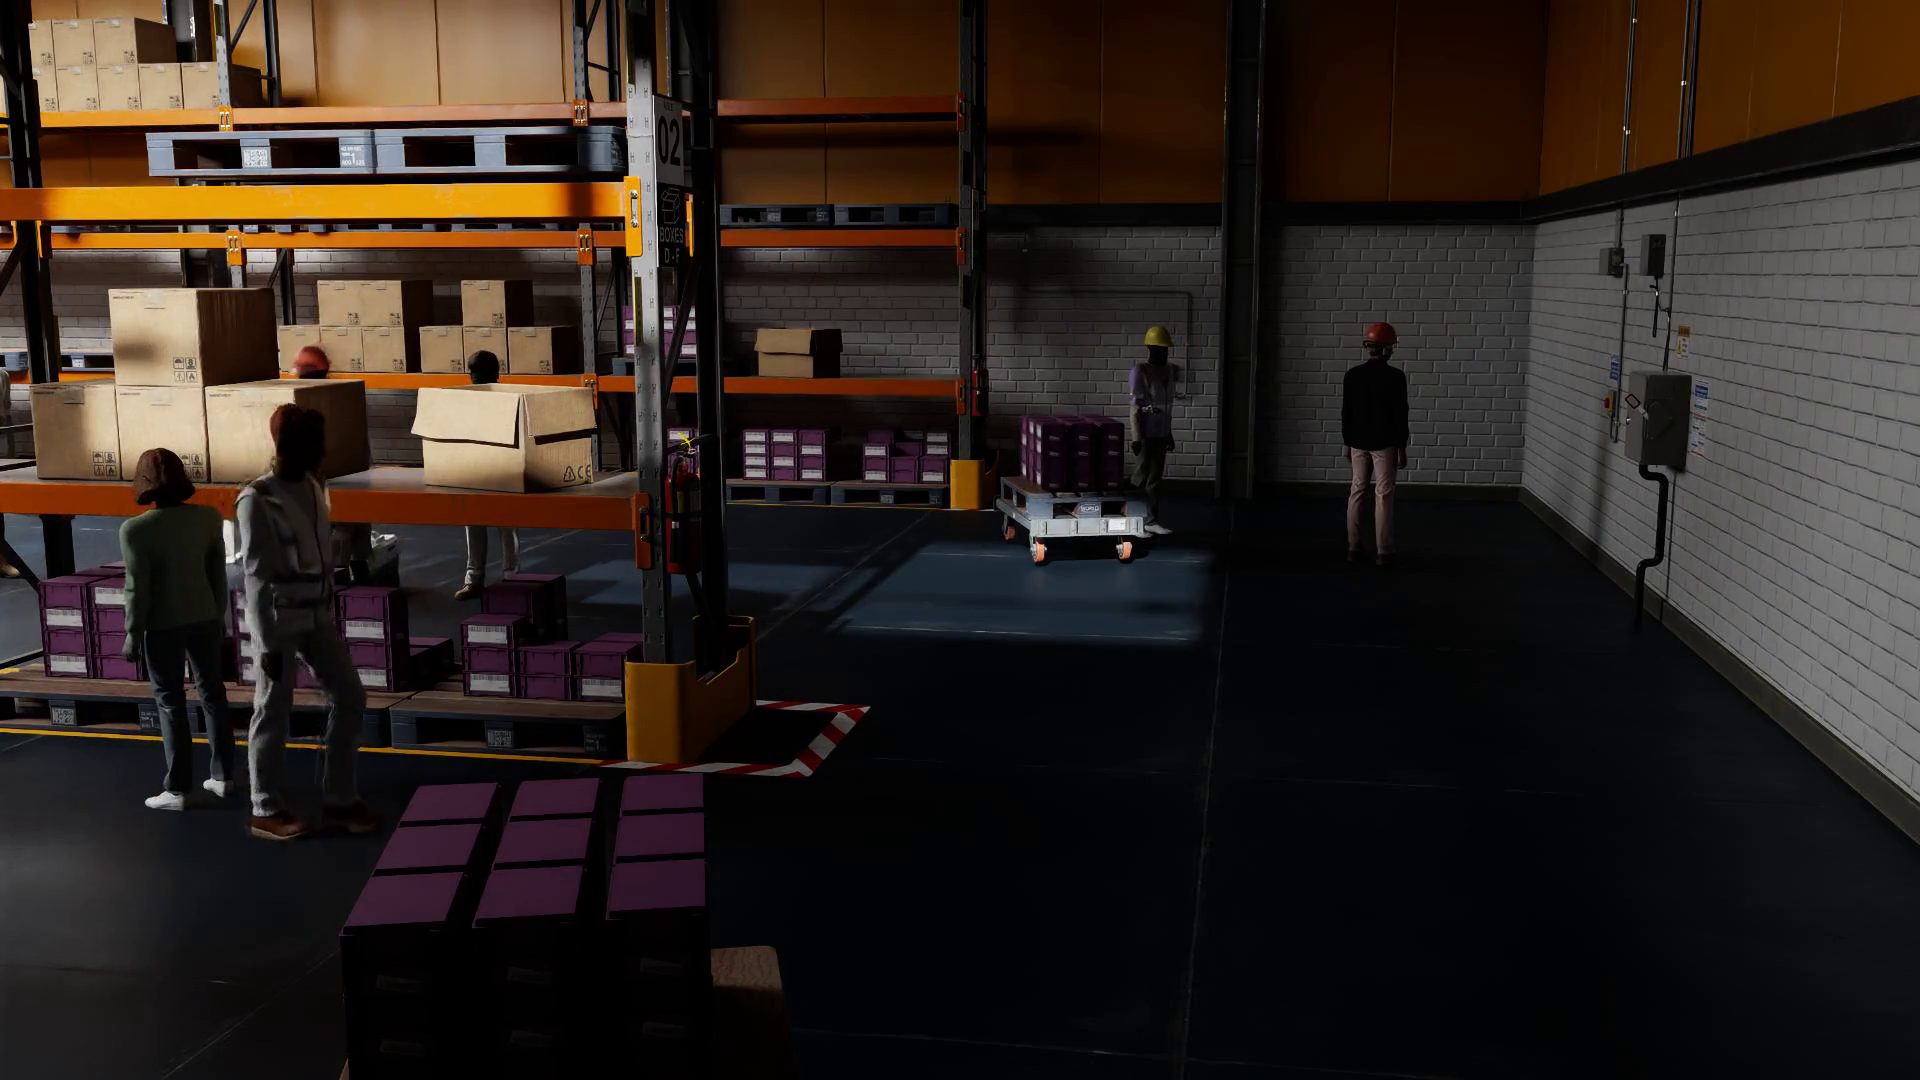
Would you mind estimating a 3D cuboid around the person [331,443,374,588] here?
[{"bbox_3d":[-3.913,-0.123,10.507,0.320,1.697,0.531,2,9,12],"label":"person"}]

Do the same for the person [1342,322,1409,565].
[{"bbox_3d":[3.438,-0.792,13.737,0.378,1.995,0.609,-8,12,-42],"label":"person"}]

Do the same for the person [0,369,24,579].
[{"bbox_3d":[-7.558,-0.677,12.881,0.374,2.044,0.606,3,10,19],"label":"person"}]

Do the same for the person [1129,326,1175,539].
[{"bbox_3d":[1.769,-0.981,15.123,0.386,1.926,0.591,8,12,42],"label":"person"}]

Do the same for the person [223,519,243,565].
[{"bbox_3d":[-6.054,-0.612,13.724,0.310,1.640,0.514,3,10,19],"label":"person"}]

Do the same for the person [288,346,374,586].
[{"bbox_3d":[-4.555,-0.443,11.945,0.576,1.884,0.812,6,11,32],"label":"person"}]

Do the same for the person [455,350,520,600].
[{"bbox_3d":[-3.468,-0.466,12.195,0.627,1.844,0.429,2,9,13],"label":"person"}]

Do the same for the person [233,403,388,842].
[{"bbox_3d":[-2.722,0.364,6.981,0.726,1.856,0.616,2,9,13],"label":"person"}]

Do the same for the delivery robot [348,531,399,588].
[{"bbox_3d":[-4.407,0.110,12.308,0.477,0.478,0.707,0,9,-4],"label":"delivery robot"}]

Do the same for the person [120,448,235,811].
[{"bbox_3d":[-3.517,0.397,7.478,0.279,1.633,0.497,5,11,31],"label":"person"}]
